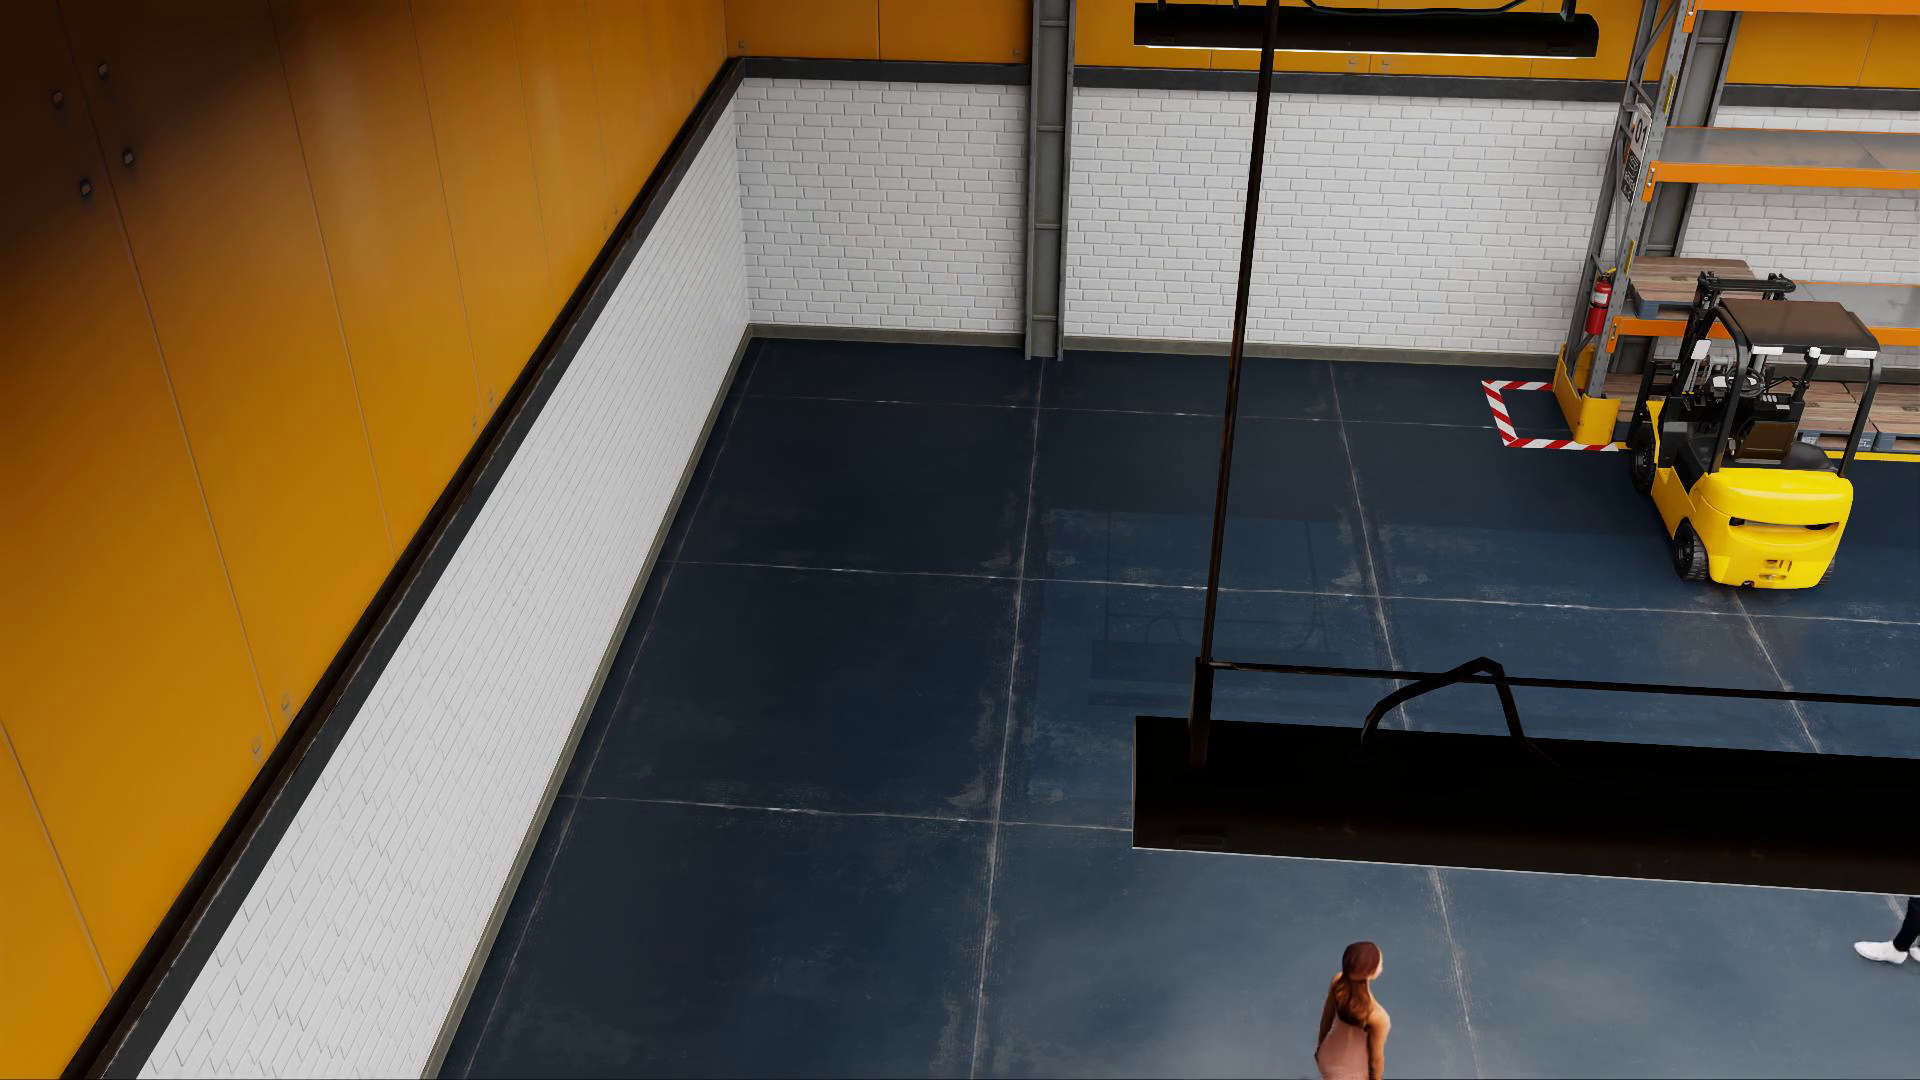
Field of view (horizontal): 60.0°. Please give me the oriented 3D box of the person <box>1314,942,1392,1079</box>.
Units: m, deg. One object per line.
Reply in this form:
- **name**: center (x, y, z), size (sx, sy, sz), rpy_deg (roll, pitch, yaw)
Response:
- **person**: center (1.961, 2.837, 8.765), size (1.121, 1.813, 0.863), rpy_deg (-11, 35, -16)
